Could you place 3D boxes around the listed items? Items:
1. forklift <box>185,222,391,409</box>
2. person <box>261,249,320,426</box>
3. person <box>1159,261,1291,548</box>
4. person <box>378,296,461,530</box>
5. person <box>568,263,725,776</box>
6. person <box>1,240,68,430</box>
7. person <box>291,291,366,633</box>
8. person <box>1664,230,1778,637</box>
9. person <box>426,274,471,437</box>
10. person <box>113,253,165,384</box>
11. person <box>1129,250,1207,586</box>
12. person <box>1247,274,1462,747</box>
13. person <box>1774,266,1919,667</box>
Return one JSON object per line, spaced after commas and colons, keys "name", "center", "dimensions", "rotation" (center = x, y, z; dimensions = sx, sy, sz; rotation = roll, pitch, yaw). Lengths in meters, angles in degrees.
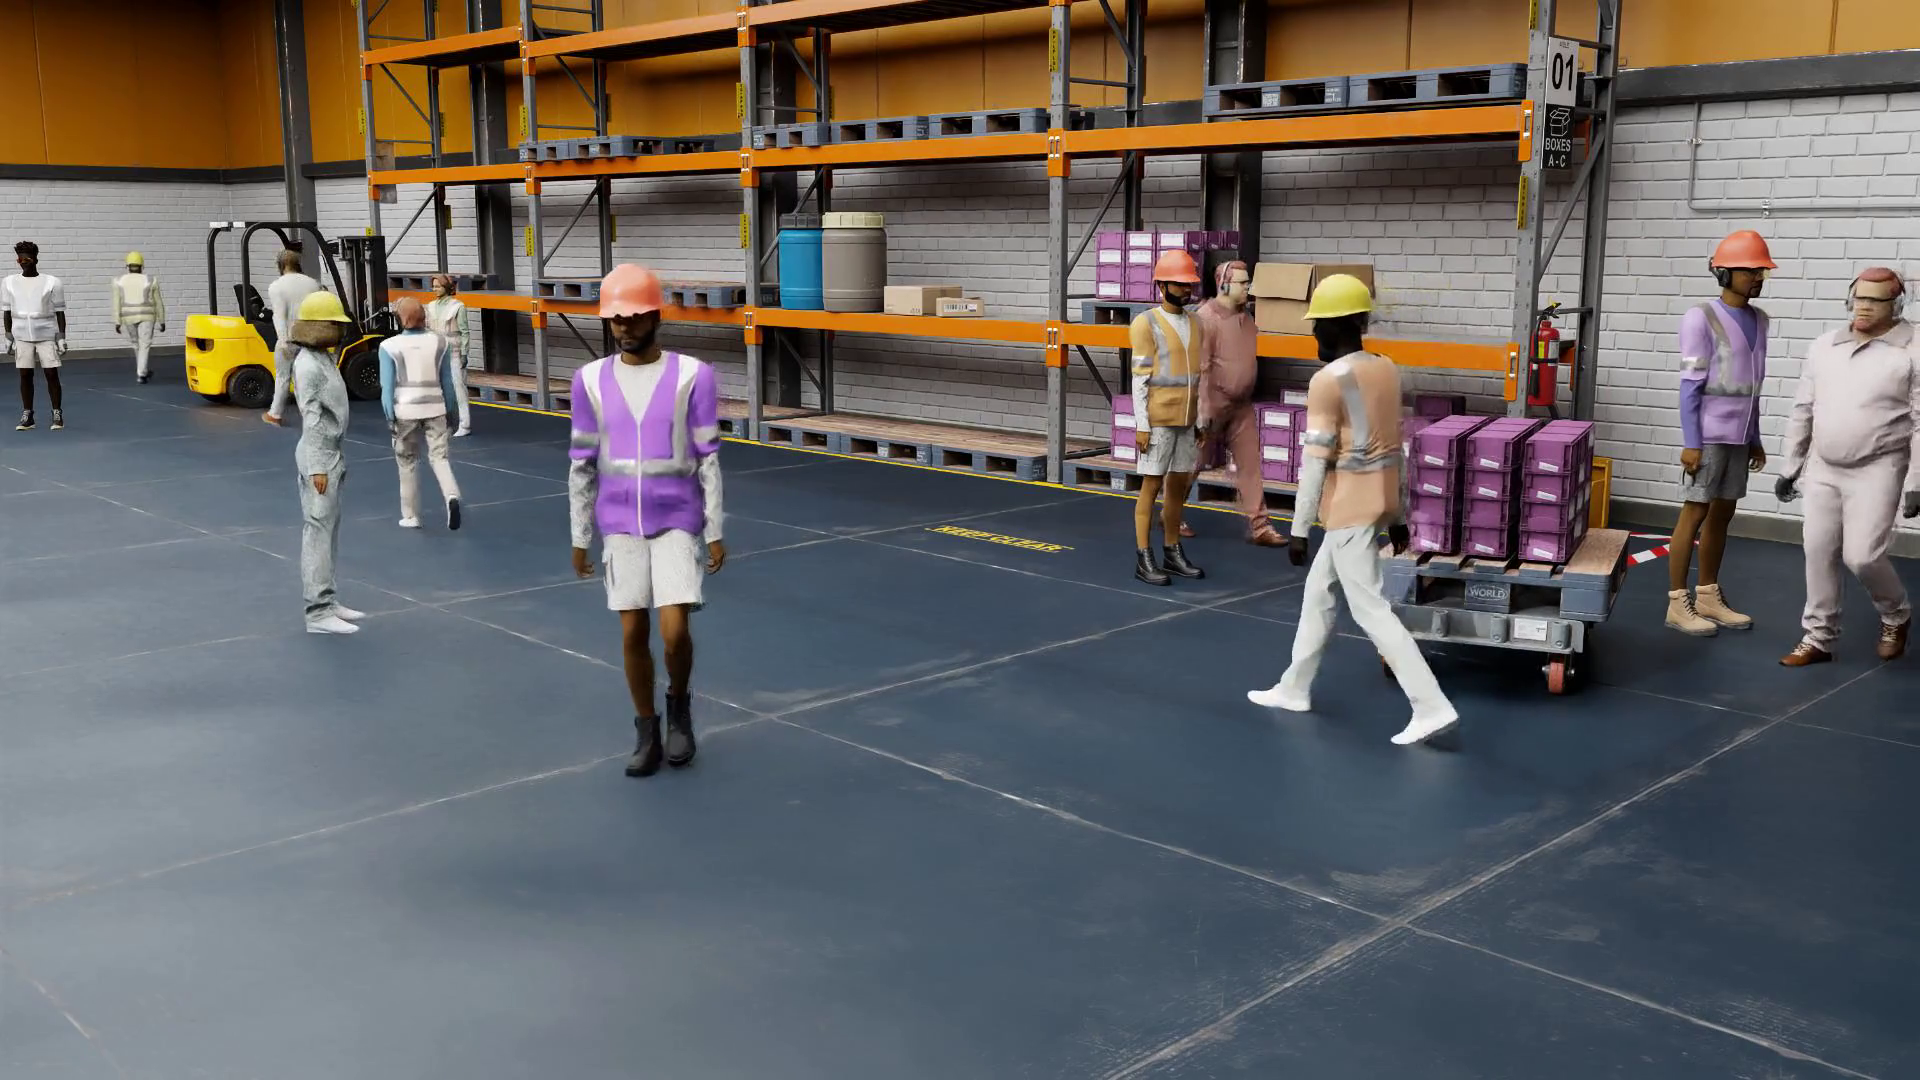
{"name": "forklift", "center": [-8.169, -2.758, 20.163], "dimensions": [2.313, 2.155, 1.214], "rotation": [-10, 14, -44]}
{"name": "person", "center": [-6.981, -2.108, 17.501], "dimensions": [1.075, 1.884, 0.633], "rotation": [7, 12, 32]}
{"name": "person", "center": [1.720, -0.895, 10.933], "dimensions": [0.666, 1.865, 1.007], "rotation": [-9, 14, -42]}
{"name": "person", "center": [-3.666, -0.850, 11.326], "dimensions": [0.517, 1.615, 0.662], "rotation": [-7, 12, -33]}
{"name": "person", "center": [-1.173, -0.056, 6.175], "dimensions": [0.564, 1.917, 0.410], "rotation": [1, 10, 3]}
{"name": "person", "center": [-9.639, -2.125, 17.336], "dimensions": [0.603, 1.966, 0.368], "rotation": [-3, 11, -15]}
{"name": "person", "center": [-3.239, -0.399, 8.536], "dimensions": [0.324, 1.740, 0.492], "rotation": [-2, 11, -11]}
{"name": "person", "center": [3.893, -0.537, 8.462], "dimensions": [0.605, 2.045, 0.383], "rotation": [-6, 12, -30]}
{"name": "person", "center": [-5.147, -1.851, 16.734], "dimensions": [0.522, 1.638, 0.311], "rotation": [5, 12, 27]}
{"name": "person", "center": [-11.277, -3.049, 22.877], "dimensions": [0.607, 1.786, 0.955], "rotation": [-2, 11, -11]}
{"name": "person", "center": [1.236, -0.710, 9.695], "dimensions": [0.548, 1.938, 0.358], "rotation": [-8, 13, -38]}
{"name": "person", "center": [1.631, -0.130, 6.724], "dimensions": [0.996, 1.878, 0.598], "rotation": [9, 13, 39]}
{"name": "person", "center": [4.191, -0.321, 7.735], "dimensions": [0.520, 1.887, 0.684], "rotation": [-6, 12, -28]}
